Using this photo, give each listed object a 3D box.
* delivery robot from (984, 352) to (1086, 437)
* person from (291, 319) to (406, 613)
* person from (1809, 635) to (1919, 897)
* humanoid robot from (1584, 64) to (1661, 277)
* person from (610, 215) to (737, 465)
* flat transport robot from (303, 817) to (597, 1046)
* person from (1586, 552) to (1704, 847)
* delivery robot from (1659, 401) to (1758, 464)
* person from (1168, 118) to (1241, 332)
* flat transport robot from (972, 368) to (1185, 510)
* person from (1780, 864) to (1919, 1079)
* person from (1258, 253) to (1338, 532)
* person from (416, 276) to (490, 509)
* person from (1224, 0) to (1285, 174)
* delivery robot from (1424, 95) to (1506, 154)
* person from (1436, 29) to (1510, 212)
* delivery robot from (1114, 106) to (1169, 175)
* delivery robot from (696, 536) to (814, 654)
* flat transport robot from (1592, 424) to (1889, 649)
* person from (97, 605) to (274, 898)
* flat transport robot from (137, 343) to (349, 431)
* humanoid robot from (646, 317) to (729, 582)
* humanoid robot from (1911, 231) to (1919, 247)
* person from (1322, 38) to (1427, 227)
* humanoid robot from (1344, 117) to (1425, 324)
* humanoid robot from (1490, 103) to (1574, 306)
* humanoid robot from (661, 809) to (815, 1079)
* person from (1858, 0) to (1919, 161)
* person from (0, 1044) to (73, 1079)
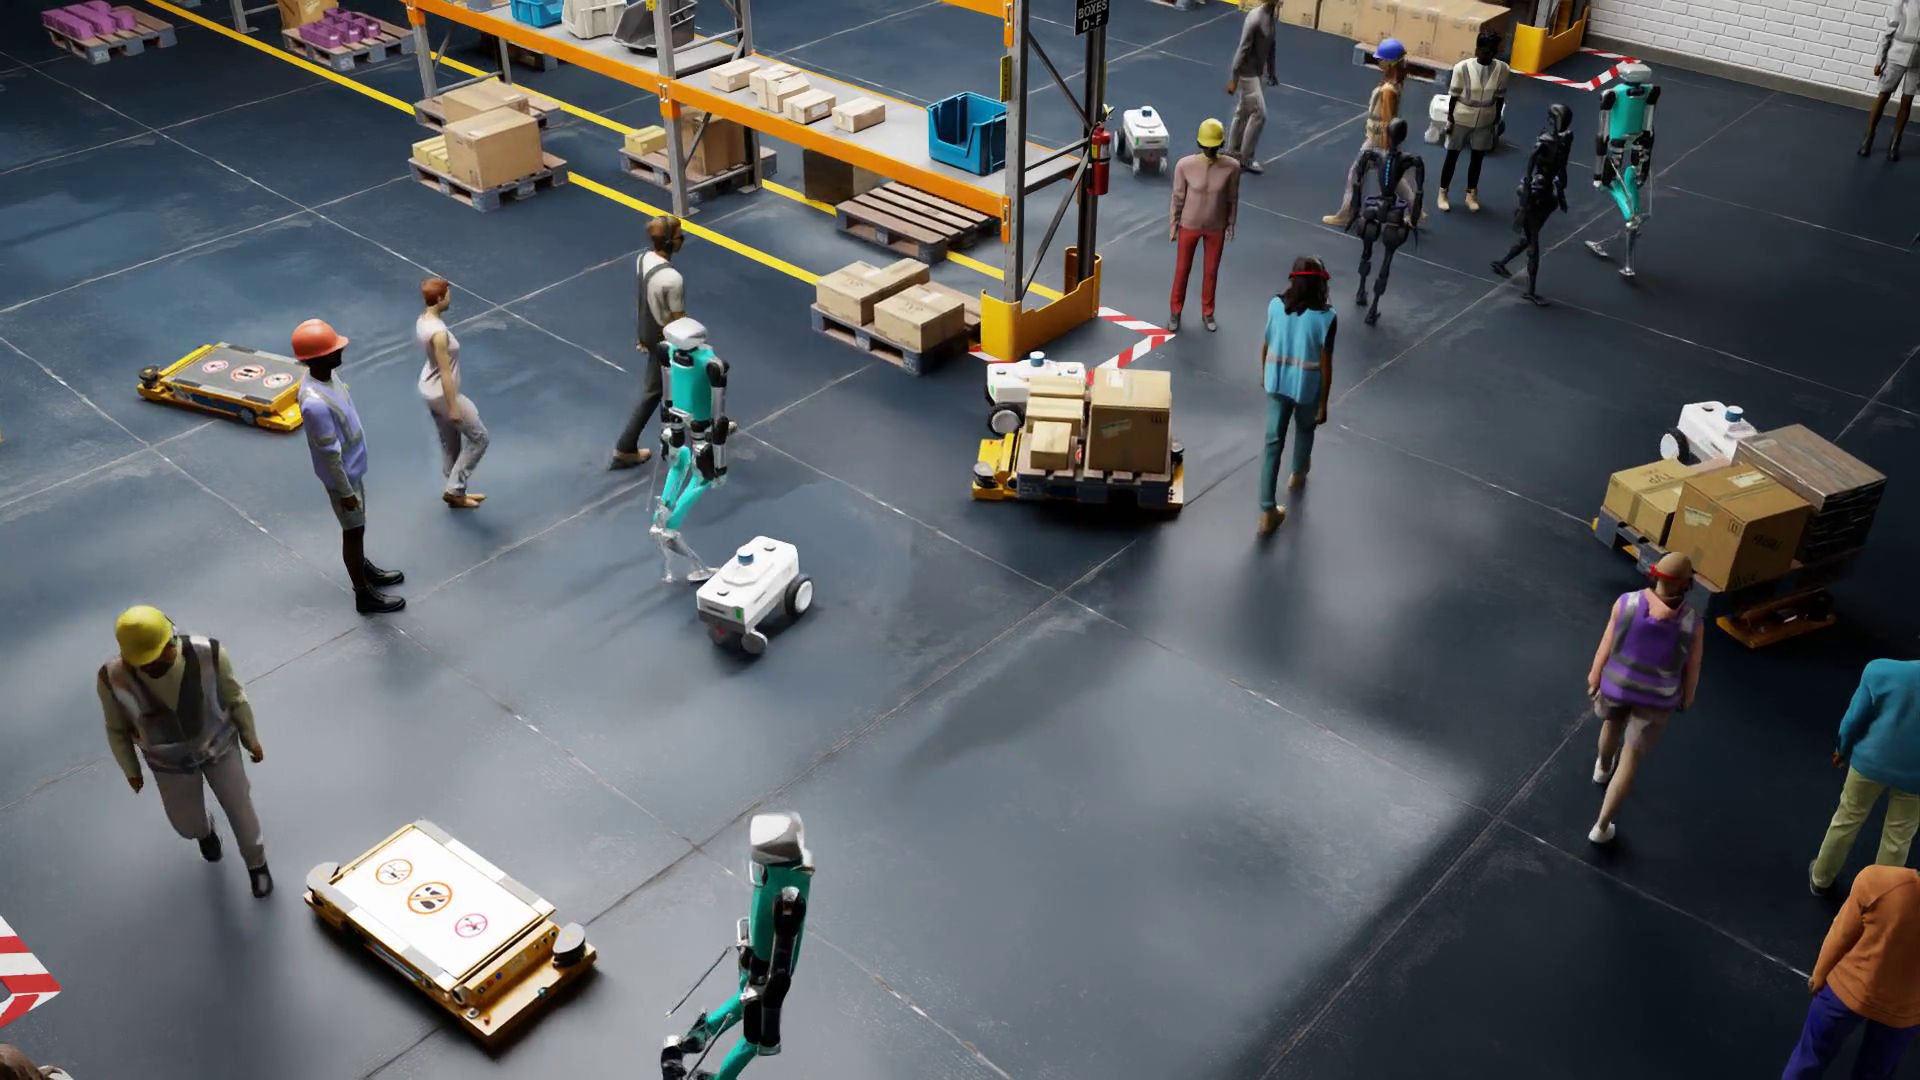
[{"bbox_3d":[0.533,-1.086,12.134,0.779,0.597,0.499,-1,35,-1],"label":"delivery robot"},{"bbox_3d":[-3.682,-0.439,9.976,0.344,1.942,0.548,-9,36,-13],"label":"person"},{"bbox_3d":[4.494,1.057,7.974,0.562,1.748,0.336,22,40,28],"label":"person"},{"bbox_3d":[5.647,-2.995,13.886,0.533,1.747,0.991,-9,36,-13],"label":"humanoid robot"},{"bbox_3d":[-2.072,-1.369,11.455,0.963,1.796,0.518,-19,39,-25],"label":"person"},{"bbox_3d":[-2.510,1.857,8.121,1.431,0.231,0.659,24,41,30],"label":"flat transport robot"},{"bbox_3d":[3.455,0.775,8.464,0.496,1.657,0.807,20,39,26],"label":"person"},{"bbox_3d":[5.278,-0.652,11.497,0.499,0.587,0.789,-8,35,-11],"label":"delivery robot"},{"bbox_3d":[1.909,-2.456,13.051,0.532,1.766,0.324,0,35,0],"label":"person"},{"bbox_3d":[0.829,-0.492,11.522,1.431,0.231,0.659,4,35,5],"label":"flat transport robot"},{"bbox_3d":[3.708,1.809,6.696,0.517,1.974,0.406,17,38,23],"label":"person"},{"bbox_3d":[2.206,-1.009,10.910,0.519,1.809,0.953,15,37,21],"label":"person"},{"bbox_3d":[-3.354,-0.932,10.947,0.375,1.630,0.510,-19,39,-26],"label":"person"},{"bbox_3d":[2.835,-4.422,15.810,0.624,1.867,0.592,18,39,25],"label":"person"},{"bbox_3d":[5.091,-4.220,16.678,0.795,0.602,0.499,14,37,20],"label":"delivery robot"},{"bbox_3d":[4.644,-3.795,15.057,0.531,1.693,0.319,0,35,0],"label":"person"},{"bbox_3d":[1.810,-3.944,16.288,0.499,0.613,0.796,-3,35,-4],"label":"delivery robot"},{"bbox_3d":[-1.263,0.297,10.131,0.515,0.597,0.769,16,38,22],"label":"delivery robot"},{"bbox_3d":[4.780,0.155,10.586,0.659,0.231,1.431,-14,37,-19],"label":"flat transport robot"},{"bbox_3d":[-3.714,0.995,8.015,0.635,1.804,0.521,-15,37,-21],"label":"person"},{"bbox_3d":[-5.401,-1.172,12.508,1.431,0.231,0.659,13,37,18],"label":"flat transport robot"},{"bbox_3d":[-1.745,-0.421,10.148,0.536,1.810,0.752,23,41,30],"label":"humanoid robot"},{"bbox_3d":[7.896,-2.411,13.076,0.609,1.633,0.616,6,35,9],"label":"humanoid robot"},{"bbox_3d":[3.780,-3.569,14.676,0.859,1.740,0.462,13,37,18],"label":"person"},{"bbox_3d":[3.404,-2.595,13.337,0.599,1.640,0.607,14,37,19],"label":"humanoid robot"},{"bbox_3d":[4.775,-2.810,13.687,0.613,1.639,0.747,-24,41,-31],"label":"humanoid robot"},{"bbox_3d":[-1.044,1.888,6.824,0.970,1.790,0.576,-5,35,-8],"label":"humanoid robot"},{"bbox_3d":[9.156,-4.635,16.072,0.546,1.926,0.388,13,37,18],"label":"person"},{"bbox_3d":[-3.277,2.419,6.078,0.337,1.659,0.497,2,35,3],"label":"person"}]
